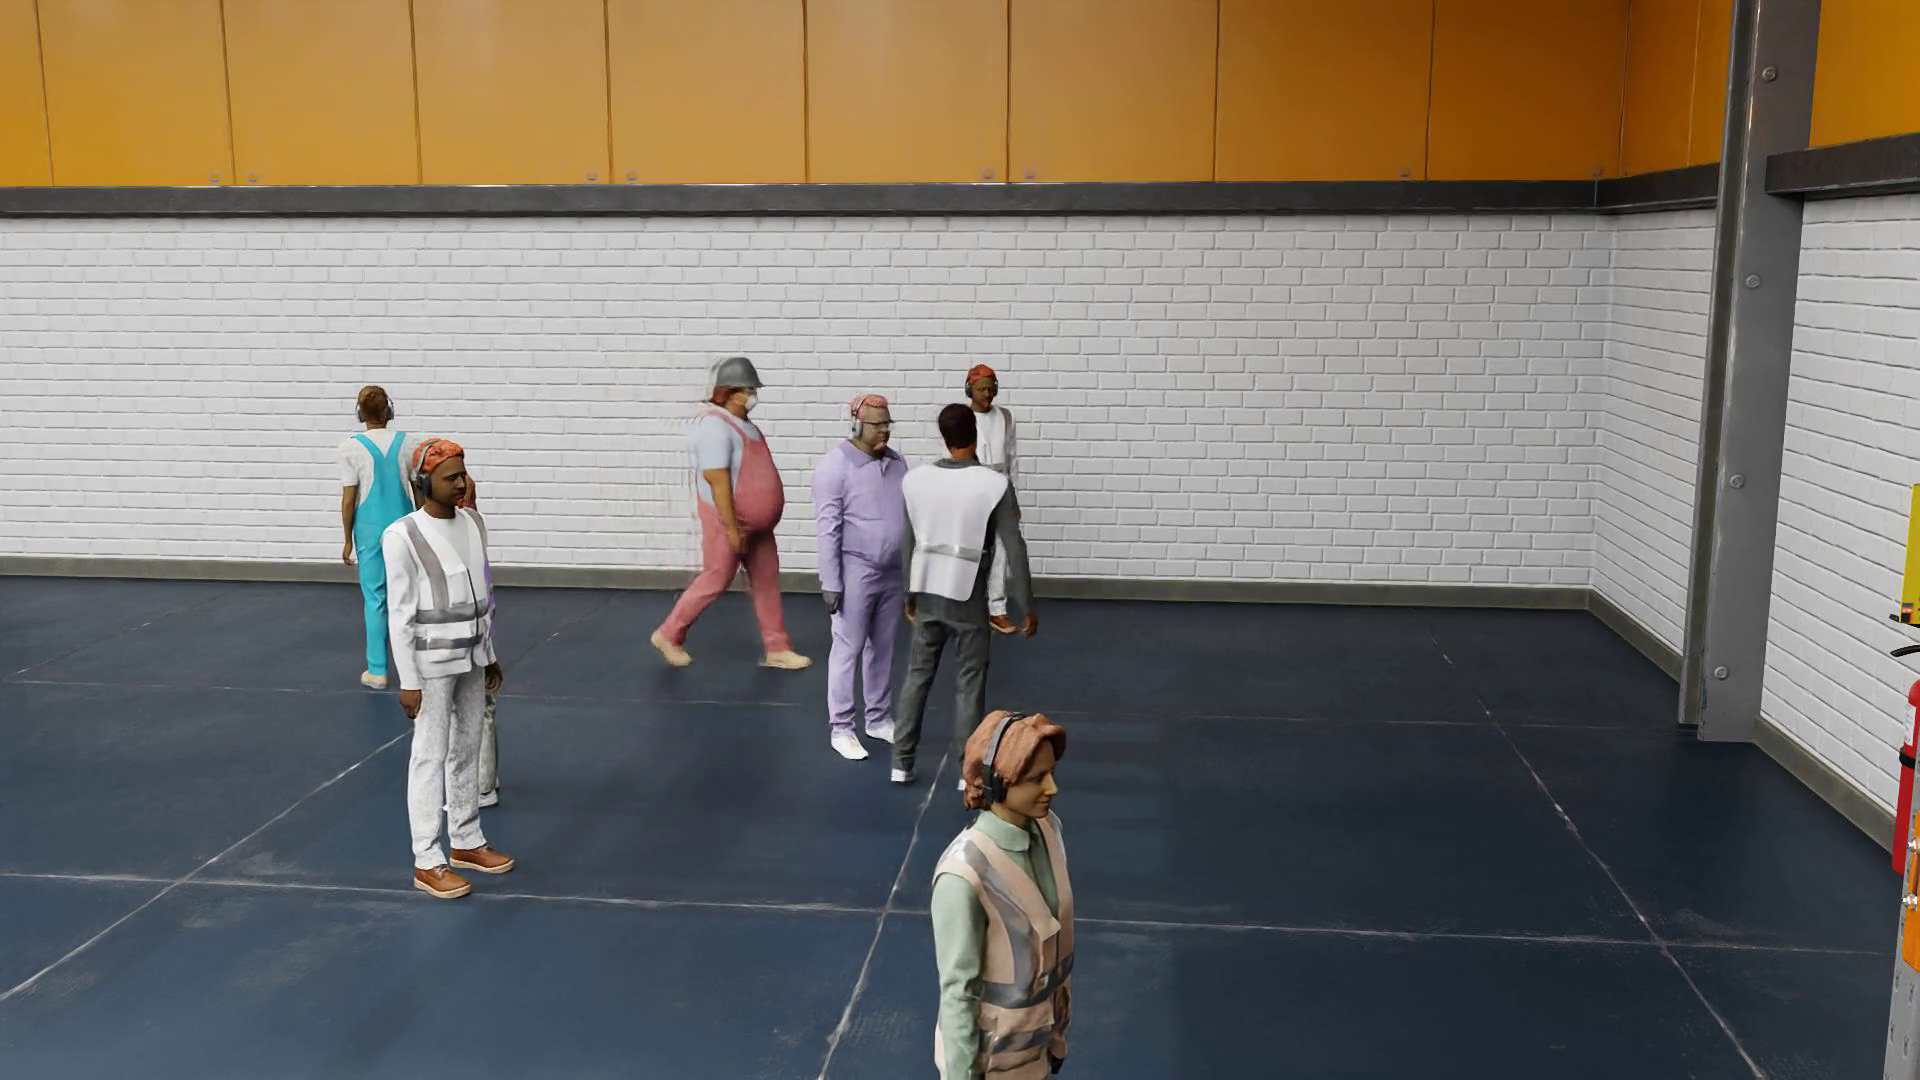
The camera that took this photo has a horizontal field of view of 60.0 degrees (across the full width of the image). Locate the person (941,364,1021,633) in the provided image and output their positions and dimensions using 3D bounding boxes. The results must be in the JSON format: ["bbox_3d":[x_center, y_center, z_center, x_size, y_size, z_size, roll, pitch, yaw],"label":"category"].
[{"bbox_3d":[0.141,-0.268,11.438,0.584,1.874,0.356,-5,11,-28],"label":"person"}]

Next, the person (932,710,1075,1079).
[{"bbox_3d":[0.099,1.183,3.791,0.311,1.638,0.523,5,11,26],"label":"person"}]

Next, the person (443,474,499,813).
[{"bbox_3d":[-2.355,0.467,7.888,0.311,1.638,0.523,-2,10,-11],"label":"person"}]

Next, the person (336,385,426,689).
[{"bbox_3d":[-3.493,-0.018,10.089,0.506,1.840,0.344,-7,12,-33],"label":"person"}]

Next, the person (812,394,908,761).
[{"bbox_3d":[-0.466,0.185,8.741,0.405,1.904,0.652,8,13,40],"label":"person"}]

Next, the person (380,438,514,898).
[{"bbox_3d":[-2.118,0.518,6.896,0.345,1.882,0.584,4,11,21],"label":"person"}]

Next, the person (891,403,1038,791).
[{"bbox_3d":[-0.001,0.298,8.102,0.697,1.907,0.424,6,12,31],"label":"person"}]

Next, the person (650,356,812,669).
[{"bbox_3d":[-1.473,-0.185,10.470,0.975,2.000,0.684,3,10,16],"label":"person"}]
